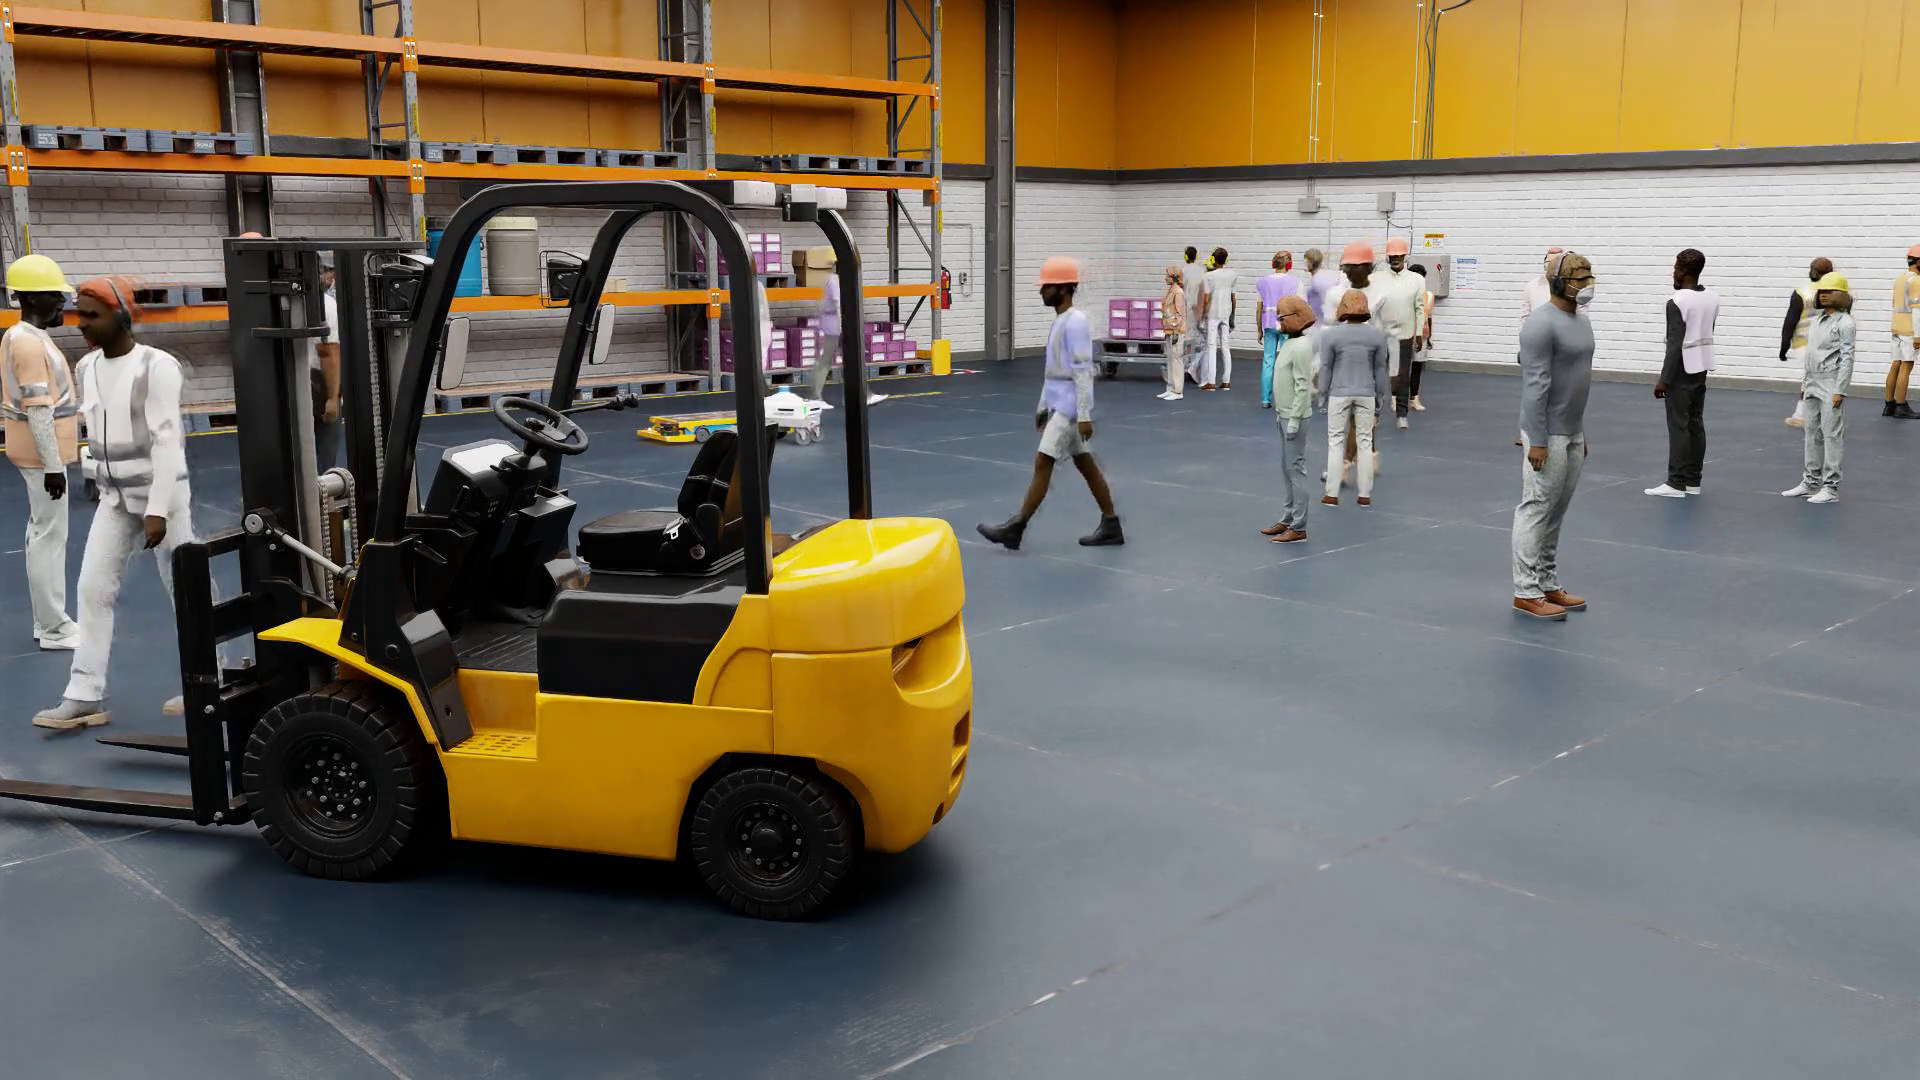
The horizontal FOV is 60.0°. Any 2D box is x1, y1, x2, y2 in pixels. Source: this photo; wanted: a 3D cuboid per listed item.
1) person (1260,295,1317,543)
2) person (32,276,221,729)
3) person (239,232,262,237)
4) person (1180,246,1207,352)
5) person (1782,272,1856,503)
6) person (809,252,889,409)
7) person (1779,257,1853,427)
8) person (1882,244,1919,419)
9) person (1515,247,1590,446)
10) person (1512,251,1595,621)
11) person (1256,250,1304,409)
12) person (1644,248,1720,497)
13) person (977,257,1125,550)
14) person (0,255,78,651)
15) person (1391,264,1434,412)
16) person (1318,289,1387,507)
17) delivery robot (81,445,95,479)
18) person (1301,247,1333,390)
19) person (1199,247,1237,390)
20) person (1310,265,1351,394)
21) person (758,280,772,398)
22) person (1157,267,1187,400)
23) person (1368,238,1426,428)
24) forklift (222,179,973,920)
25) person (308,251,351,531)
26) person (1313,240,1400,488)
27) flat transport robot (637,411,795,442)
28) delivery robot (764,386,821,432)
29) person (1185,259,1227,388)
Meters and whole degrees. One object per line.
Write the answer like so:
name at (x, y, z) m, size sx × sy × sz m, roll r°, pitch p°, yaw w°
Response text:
person at (2.186, -0.798, 11.013) m, size 0.289 × 1.632 × 0.497 m, roll 0°, pitch 10°, yaw 0°
person at (-3.433, -0.131, 6.794) m, size 0.599 × 1.850 × 0.880 m, roll 4°, pitch 11°, yaw 22°
person at (-5.796, -1.505, 13.747) m, size 0.373 × 2.044 × 0.606 m, roll -9°, pitch 14°, yaw -42°
person at (3.797, -3.861, 27.107) m, size 0.577 × 1.857 × 0.651 m, roll -2°, pitch 11°, yaw -10°
person at (6.572, -1.158, 12.665) m, size 0.282 × 1.746 × 0.493 m, roll -1°, pitch 10°, yaw -6°
person at (-1.331, -2.448, 19.338) m, size 0.979 × 1.877 × 0.599 m, roll 2°, pitch 11°, yaw 8°
person at (8.867, -2.021, 17.241) m, size 0.639 × 1.801 × 0.944 m, roll -1°, pitch 10°, yaw -4°
person at (10.540, -2.309, 18.443) m, size 0.375 × 1.928 × 0.542 m, roll 1°, pitch 10°, yaw 6°
person at (5.650, -1.835, 15.915) m, size 0.651 × 1.907 × 0.409 m, roll 7°, pitch 12°, yaw 33°
person at (3.171, -0.554, 8.847) m, size 0.370 × 1.939 × 0.631 m, roll 9°, pitch 14°, yaw 40°
person at (3.713, -2.435, 19.354) m, size 0.564 × 1.846 × 0.390 m, roll 5°, pitch 12°, yaw 27°
person at (5.626, -1.286, 12.890) m, size 0.588 × 1.920 × 0.390 m, roll -8°, pitch 13°, yaw -36°
person at (0.628, -0.870, 10.715) m, size 1.008 × 1.878 × 0.569 m, roll -1°, pitch 10°, yaw -3°
person at (-4.462, -0.420, 8.145) m, size 0.366 × 1.927 × 0.585 m, roll -6°, pitch 12°, yaw -31°
person at (5.185, -2.310, 19.070) m, size 0.538 × 1.698 × 0.320 m, roll -3°, pitch 11°, yaw -15°
person at (2.926, -1.056, 12.441) m, size 0.504 × 1.628 × 0.279 m, roll 0°, pitch 10°, yaw 2°
delivery robot at (-6.344, -0.597, 12.586) m, size 0.707 × 0.478 × 0.477 m, roll 8°, pitch 14°, yaw 39°
person at (4.368, -2.494, 19.588) m, size 0.999 × 1.894 × 0.662 m, roll 2°, pitch 11°, yaw 13°
person at (3.368, -2.891, 21.774) m, size 0.531 × 1.870 × 0.317 m, roll -4°, pitch 11°, yaw -22°
person at (4.828, -2.733, 21.158) m, size 0.986 × 1.788 × 0.661 m, roll 0°, pitch 10°, yaw 2°
person at (-2.086, -2.007, 16.868) m, size 0.550 × 1.916 × 0.802 m, roll -1°, pitch 10°, yaw -5°
person at (2.636, -2.547, 20.528) m, size 0.309 × 1.641 × 0.514 m, roll -1°, pitch 10°, yaw -7°
person at (4.561, -2.168, 17.493) m, size 0.622 × 1.992 × 0.395 m, roll 3°, pitch 11°, yaw 14°
forklift at (-1.114, -0.058, 5.440) m, size 2.313 × 2.155 × 1.214 m, roll 2°, pitch 11°, yaw 13°
person at (-4.394, -1.043, 11.229) m, size 0.702 × 2.000 × 0.614 m, roll 8°, pitch 13°, yaw 36°
person at (3.222, -1.427, 13.515) m, size 0.630 × 1.982 × 1.033 m, roll 10°, pitch 14°, yaw 43°
flat transport robot at (-2.439, -1.150, 16.643) m, size 1.431 × 0.197 × 0.652 m, roll -8°, pitch 13°, yaw -35°
delivery robot at (-1.711, -1.260, 16.211) m, size 0.707 × 0.478 × 0.477 m, roll 5°, pitch 11°, yaw 26°
person at (3.304, -2.874, 22.004) m, size 0.420 × 1.754 × 0.525 m, roll -3°, pitch 11°, yaw -16°
